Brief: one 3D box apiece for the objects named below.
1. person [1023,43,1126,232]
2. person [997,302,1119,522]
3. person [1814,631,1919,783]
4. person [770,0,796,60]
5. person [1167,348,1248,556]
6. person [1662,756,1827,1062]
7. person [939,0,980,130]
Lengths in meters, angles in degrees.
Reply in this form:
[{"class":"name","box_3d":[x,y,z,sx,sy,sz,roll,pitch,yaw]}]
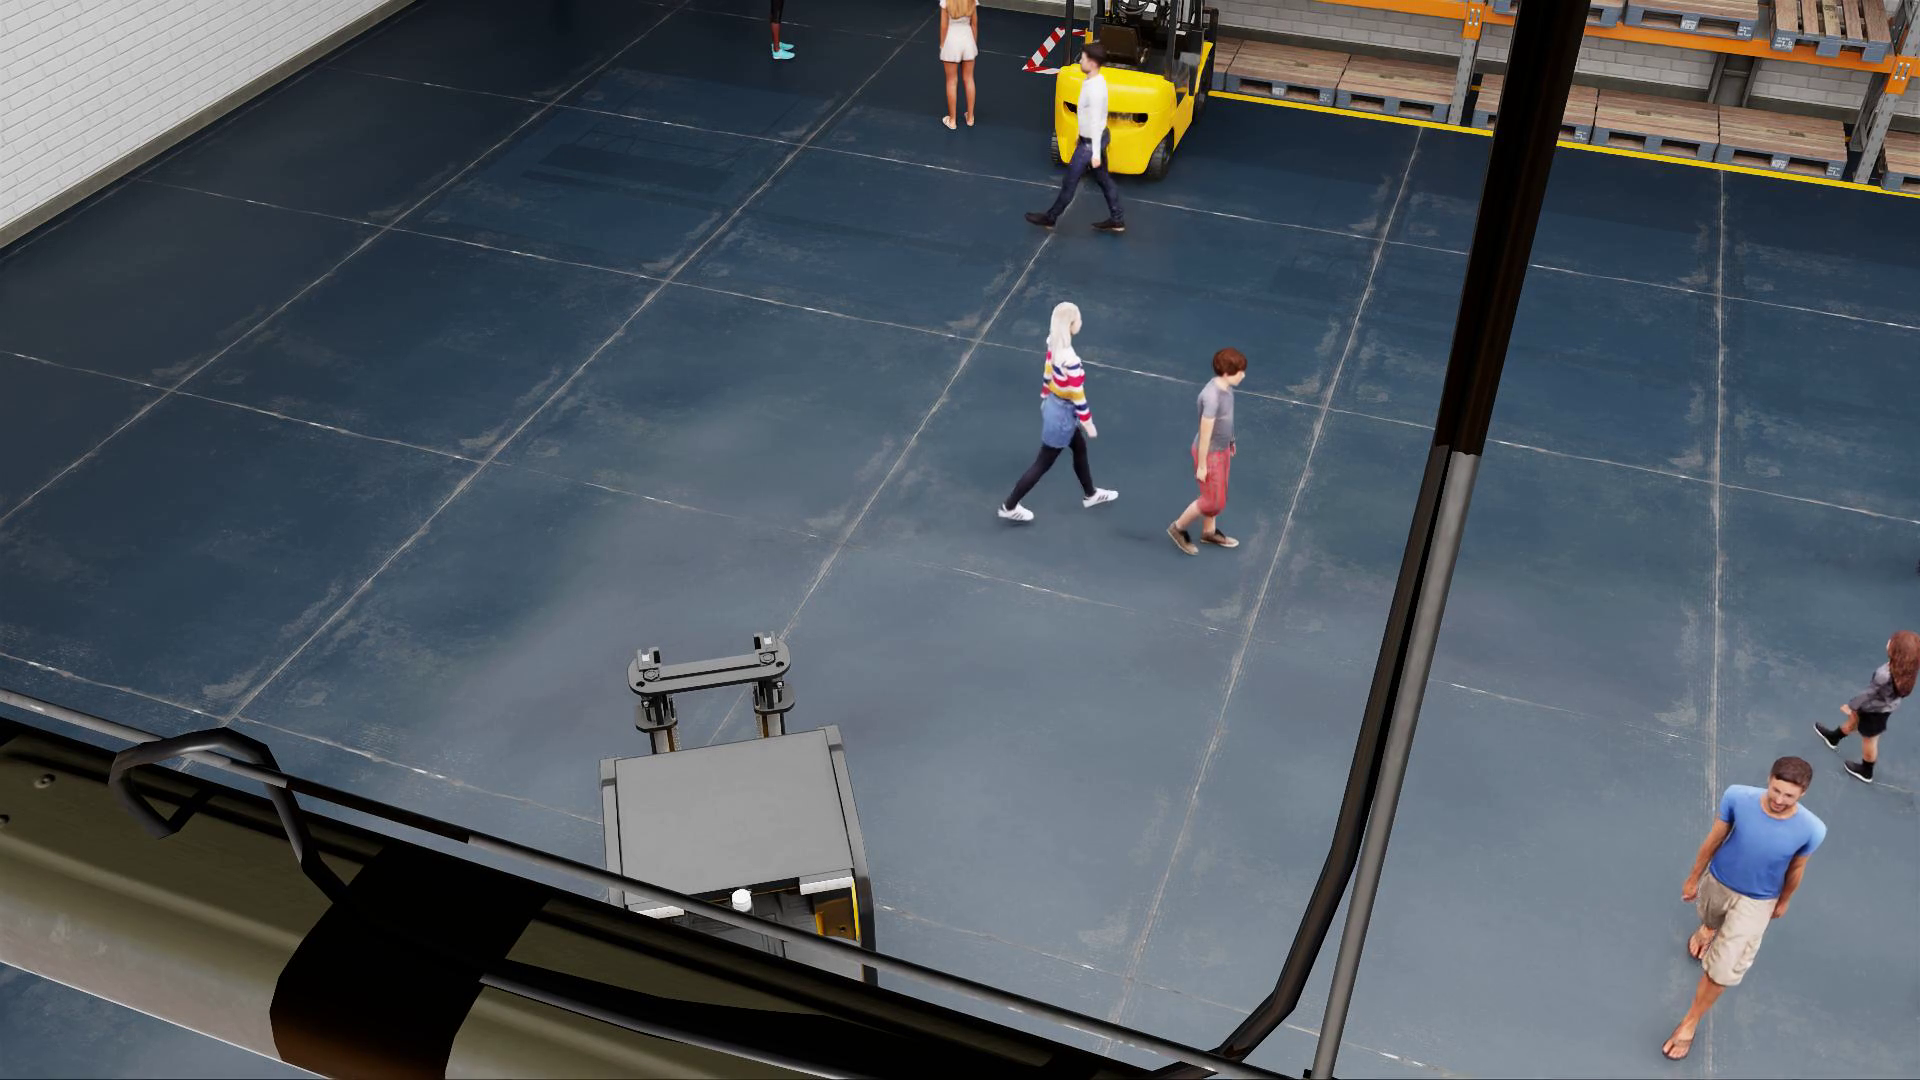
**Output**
[{"class":"person","box_3d":[1.306,-3.627,15.254,1.201,1.821,0.722,7,39,9]},{"class":"person","box_3d":[0.627,-0.847,11.821,1.267,1.763,1.042,-6,39,-7]},{"class":"person","box_3d":[5.583,1.017,10.027,0.658,1.087,0.763,-26,46,-29]},{"class":"person","box_3d":[-2.073,-6.301,18.682,0.666,1.722,0.643,-3,39,-3]},{"class":"person","box_3d":[1.710,-0.625,11.637,0.740,1.644,0.683,18,42,21]},{"class":"person","box_3d":[4.038,1.718,8.561,1.280,1.822,1.008,27,46,30]},{"class":"person","box_3d":[-0.021,-5.106,17.208,0.648,1.694,0.723,-12,40,-14]}]
